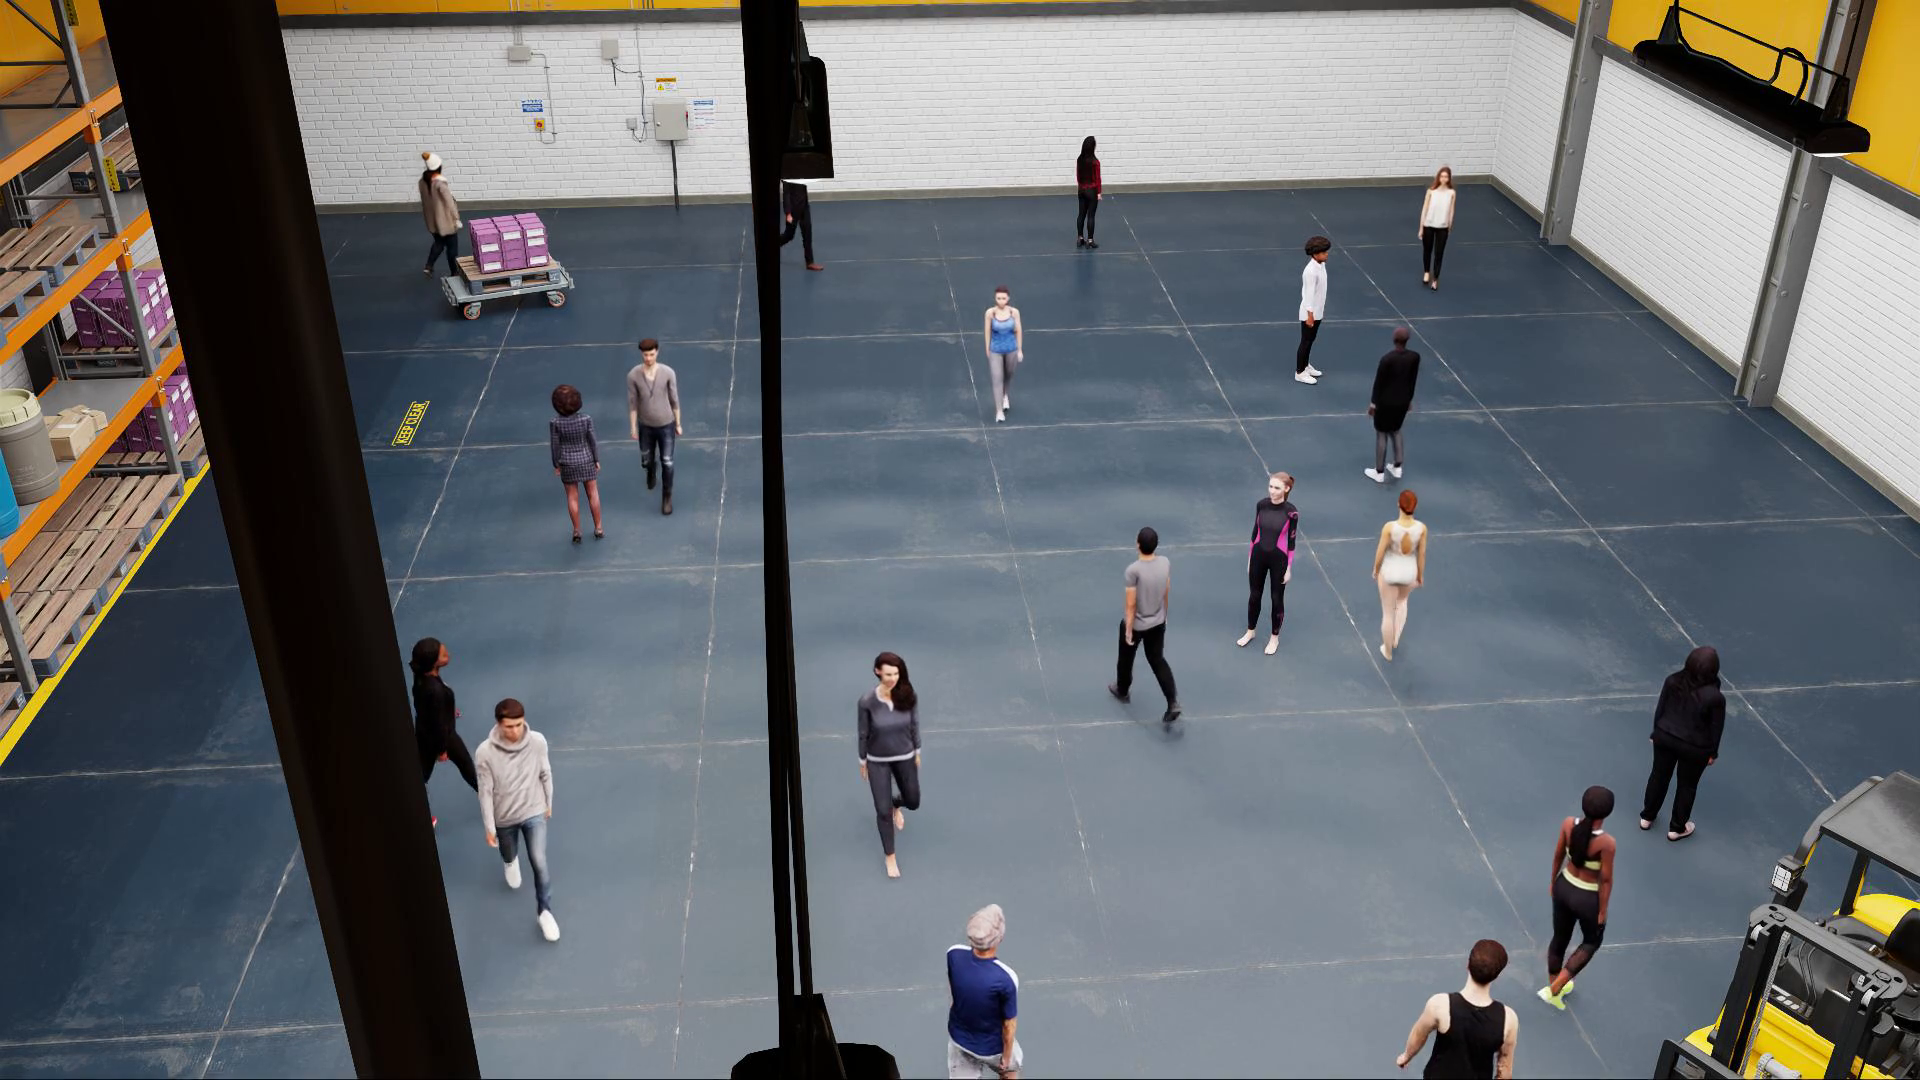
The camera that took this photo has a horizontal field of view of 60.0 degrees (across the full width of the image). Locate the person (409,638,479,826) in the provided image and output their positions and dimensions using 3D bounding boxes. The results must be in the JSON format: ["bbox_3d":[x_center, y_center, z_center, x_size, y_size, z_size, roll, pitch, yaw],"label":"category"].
[{"bbox_3d":[-3.992,1.503,12.454,1.100,1.627,1.109,25,37,37],"label":"person"}]

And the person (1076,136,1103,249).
[{"bbox_3d":[1.893,-5.148,24.614,0.650,1.658,0.717,23,36,36],"label":"person"}]

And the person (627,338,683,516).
[{"bbox_3d":[-3.132,-1.228,17.191,0.696,1.885,0.905,-3,29,-6],"label":"person"}]

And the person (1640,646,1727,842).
[{"bbox_3d":[5.412,1.512,12.450,0.761,1.615,0.831,25,37,38],"label":"person"}]

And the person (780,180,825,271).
[{"bbox_3d":[-2.416,-4.763,23.703,1.178,1.855,1.238,14,31,24],"label":"person"}]

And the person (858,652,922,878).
[{"bbox_3d":[-0.525,1.568,12.202,0.760,1.754,0.979,-9,30,-16],"label":"person"}]

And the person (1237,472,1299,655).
[{"bbox_3d":[2.755,0.182,14.745,0.671,1.752,0.719,17,33,28],"label":"person"}]

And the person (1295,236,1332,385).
[{"bbox_3d":[4.272,-2.811,20.172,0.787,1.810,0.681,13,31,22],"label":"person"}]

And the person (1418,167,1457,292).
[{"bbox_3d":[6.599,-4.353,23.123,0.820,1.690,1.064,9,30,15],"label":"person"}]

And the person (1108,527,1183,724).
[{"bbox_3d":[1.574,0.728,13.770,0.922,1.727,1.184,-14,32,-24],"label":"person"}]

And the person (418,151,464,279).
[{"bbox_3d":[-7.292,-4.474,23.145,0.955,1.883,1.024,18,33,30],"label":"person"}]

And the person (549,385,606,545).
[{"bbox_3d":[-3.793,-0.738,16.488,0.641,1.698,0.585,-7,29,-12],"label":"person"}]

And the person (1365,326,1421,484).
[{"bbox_3d":[4.595,-1.433,17.697,0.704,1.761,0.667,-10,30,-18],"label":"person"}]

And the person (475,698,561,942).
[{"bbox_3d":[-3.105,1.854,11.606,0.904,1.822,1.257,-11,31,-20],"label":"person"}]

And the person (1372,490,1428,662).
[{"bbox_3d":[3.860,0.351,14.560,0.586,1.632,0.591,-1,29,-2],"label":"person"}]

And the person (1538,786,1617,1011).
[{"bbox_3d":[3.945,2.364,10.751,0.813,1.747,0.768,-20,35,-32],"label":"person"}]

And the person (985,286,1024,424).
[{"bbox_3d":[0.509,-2.196,19.295,0.585,1.570,1.014,-2,29,-3],"label":"person"}]

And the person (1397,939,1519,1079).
[{"bbox_3d":[2.787,3.095,9.280,0.766,1.871,0.742,2,29,3],"label":"person"}]

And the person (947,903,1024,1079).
[{"bbox_3d":[0.075,2.937,9.640,0.940,1.804,1.074,12,31,21],"label":"person"}]
